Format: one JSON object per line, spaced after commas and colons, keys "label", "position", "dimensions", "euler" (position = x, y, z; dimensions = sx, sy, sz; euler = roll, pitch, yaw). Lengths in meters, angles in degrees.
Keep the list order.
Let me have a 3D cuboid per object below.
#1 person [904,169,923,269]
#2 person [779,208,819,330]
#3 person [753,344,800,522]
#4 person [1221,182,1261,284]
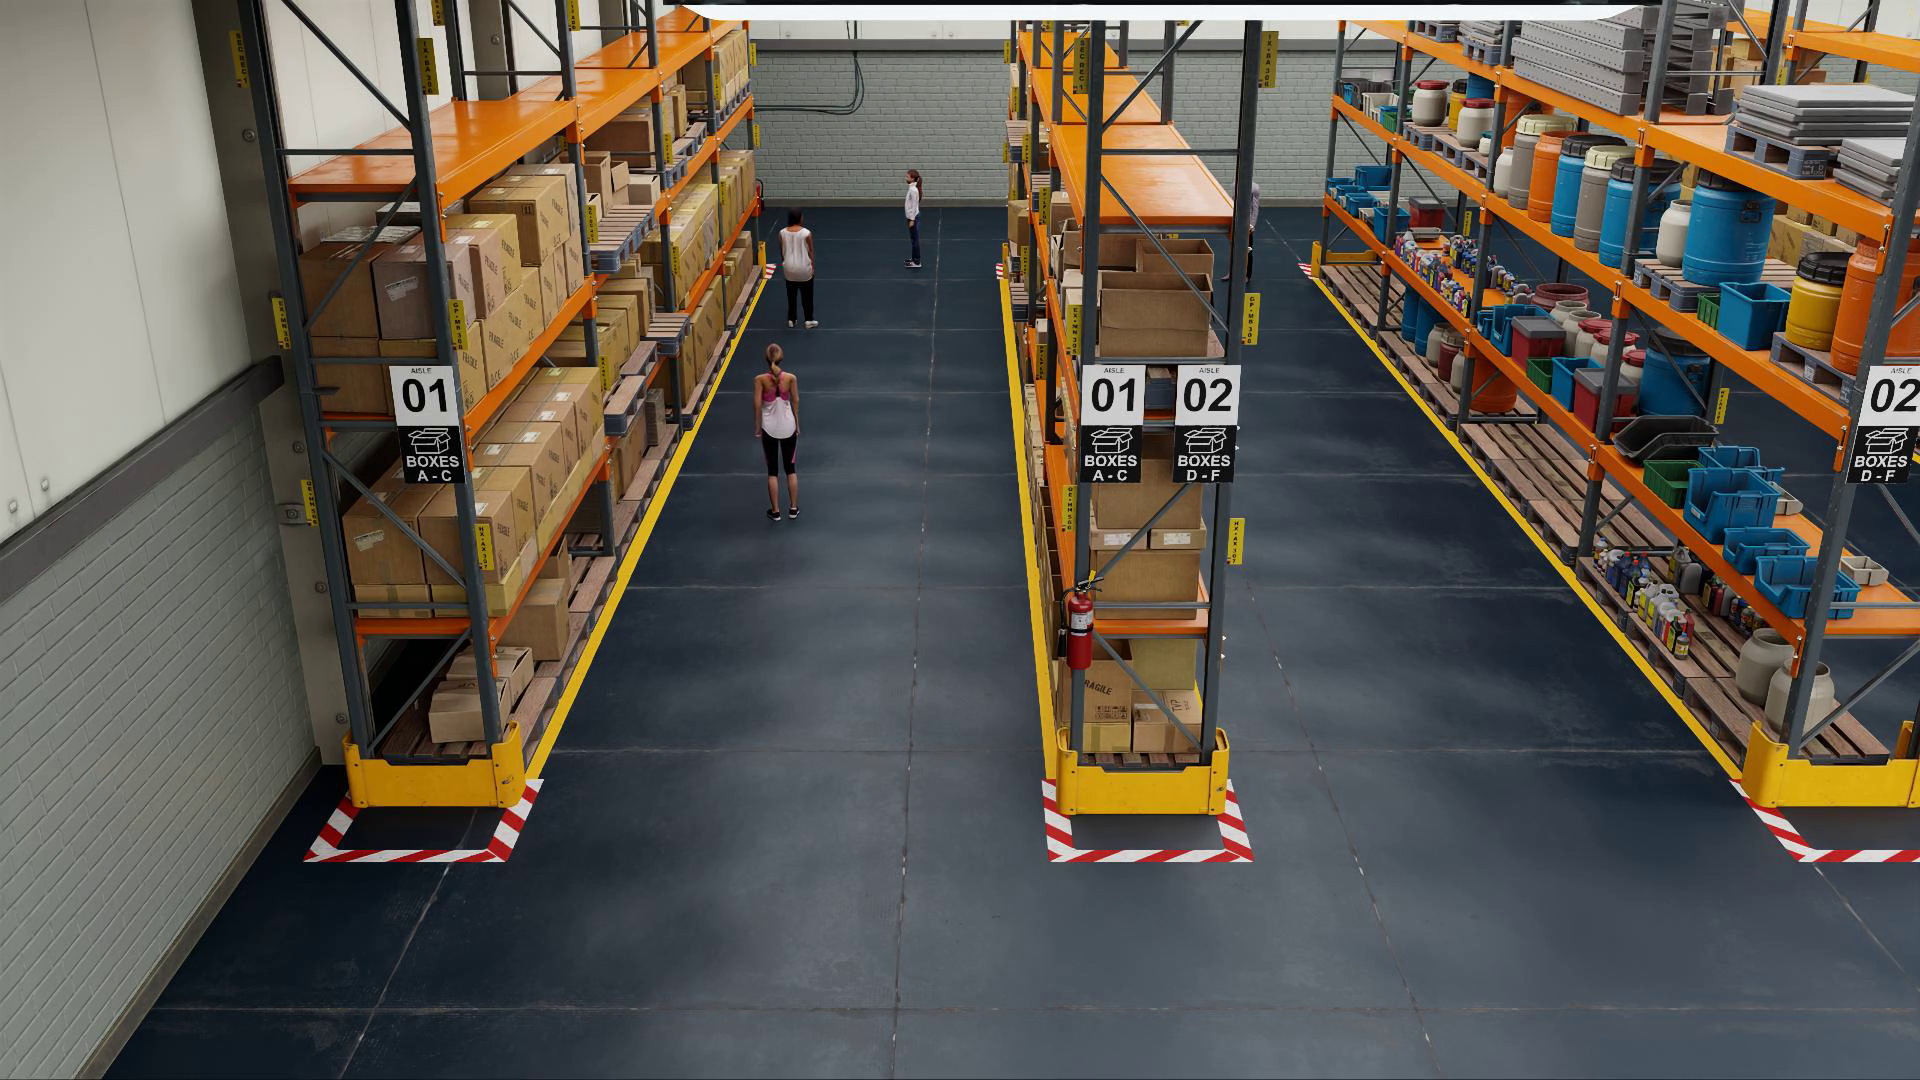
{"label": "person", "position": [-0.744, -5.205, 26.862], "dimensions": [0.591, 1.558, 0.463], "euler": [-1, 22, -3]}
{"label": "person", "position": [-2.260, -3.820, 23.305], "dimensions": [0.730, 1.688, 0.716], "euler": [7, 23, 18]}
{"label": "person", "position": [-1.797, -1.068, 16.444], "dimensions": [0.650, 1.787, 0.595], "euler": [-5, 23, -13]}
{"label": "person", "position": [4.389, -4.937, 25.816], "dimensions": [0.758, 1.853, 0.810], "euler": [19, 29, 39]}
